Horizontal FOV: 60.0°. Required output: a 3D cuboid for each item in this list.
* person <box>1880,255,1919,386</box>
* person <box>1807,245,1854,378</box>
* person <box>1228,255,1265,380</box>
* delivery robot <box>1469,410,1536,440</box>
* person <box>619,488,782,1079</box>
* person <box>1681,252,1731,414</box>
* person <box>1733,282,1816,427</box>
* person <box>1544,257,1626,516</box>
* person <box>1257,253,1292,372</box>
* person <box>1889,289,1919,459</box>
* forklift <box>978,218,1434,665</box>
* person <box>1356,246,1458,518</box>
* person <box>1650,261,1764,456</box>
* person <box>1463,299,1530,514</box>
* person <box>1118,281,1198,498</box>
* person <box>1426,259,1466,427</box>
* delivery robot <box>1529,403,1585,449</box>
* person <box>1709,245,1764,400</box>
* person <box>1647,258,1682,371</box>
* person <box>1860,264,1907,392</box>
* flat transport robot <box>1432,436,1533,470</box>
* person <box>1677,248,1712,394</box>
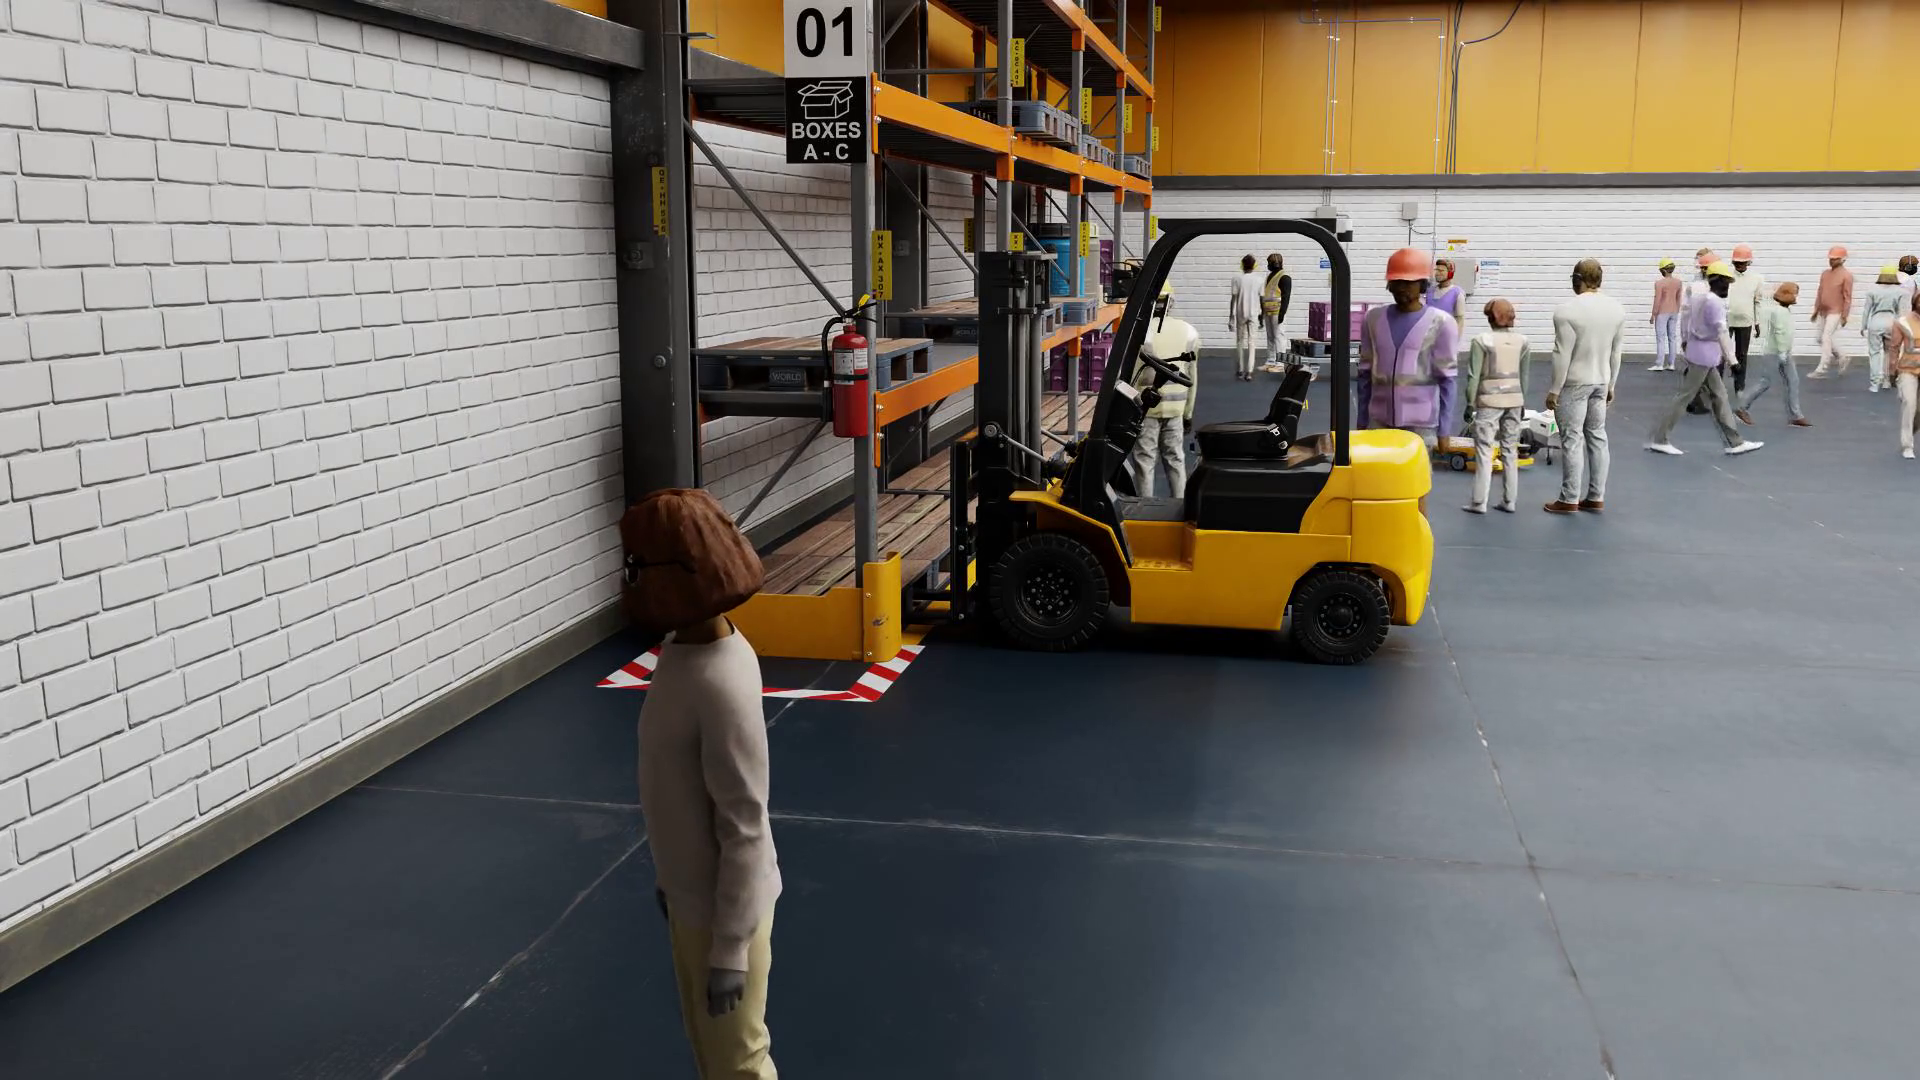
[{"bbox_3d":[13.251,-3.083,23.436,0.430,1.837,0.632,1,10,4],"label":"person"},{"bbox_3d":[12.973,-3.387,24.687,0.773,1.974,0.649,-2,10,-8],"label":"person"},{"bbox_3d":[4.222,-3.265,24.450,0.547,1.828,0.965,1,10,4],"label":"person"},{"bbox_3d":[5.225,-1.137,15.995,0.707,0.478,0.477,-8,13,-38],"label":"delivery robot"},{"bbox_3d":[-0.491,0.706,3.192,0.285,1.632,0.499,-4,11,-19],"label":"person"},{"bbox_3d":[8.655,-2.393,19.403,0.719,1.922,0.552,-8,13,-37],"label":"person"},{"bbox_3d":[9.070,-2.060,18.434,0.505,1.600,0.796,-9,14,-42],"label":"person"},{"bbox_3d":[4.690,-1.149,12.523,0.635,1.937,0.352,-4,11,-22],"label":"person"},{"bbox_3d":[4.874,-3.516,25.789,0.430,1.838,0.619,-3,11,-15],"label":"person"},{"bbox_3d":[9.151,-1.608,15.919,0.521,1.616,0.667,2,11,11],"label":"person"},{"bbox_3d":[1.285,-0.567,8.635,2.313,2.155,1.214,2,11,11],"label":"forklift"},{"bbox_3d":[2.601,-0.705,9.858,0.639,2.041,0.575,7,13,35],"label":"person"},{"bbox_3d":[7.166,-1.725,15.906,1.029,1.852,0.616,4,11,19],"label":"person"},{"bbox_3d":[4.075,-1.007,12.625,0.518,1.621,0.336,-3,11,-17],"label":"person"},{"bbox_3d":[1.339,-0.894,11.439,0.632,1.831,0.440,-5,11,-23],"label":"person"},{"bbox_3d":[5.331,-2.174,18.387,0.389,1.850,0.567,-5,12,-27],"label":"person"},{"bbox_3d":[5.577,-1.051,15.526,0.477,0.478,0.707,0,10,2],"label":"delivery robot"},{"bbox_3d":[9.992,-2.794,21.421,0.610,1.984,0.399,4,11,19],"label":"person"},{"bbox_3d":[11.000,-3.509,25.963,0.524,1.760,0.327,-4,11,-21],"label":"person"},{"bbox_3d":[12.546,-2.888,22.654,0.496,1.725,0.681,4,11,19],"label":"person"},{"bbox_3d":[4.456,-0.824,15.316,0.652,0.197,1.431,-10,14,-44],"label":"flat transport robot"},{"bbox_3d":[9.950,-2.927,22.273,0.372,1.939,0.629,0,10,0],"label":"person"}]
